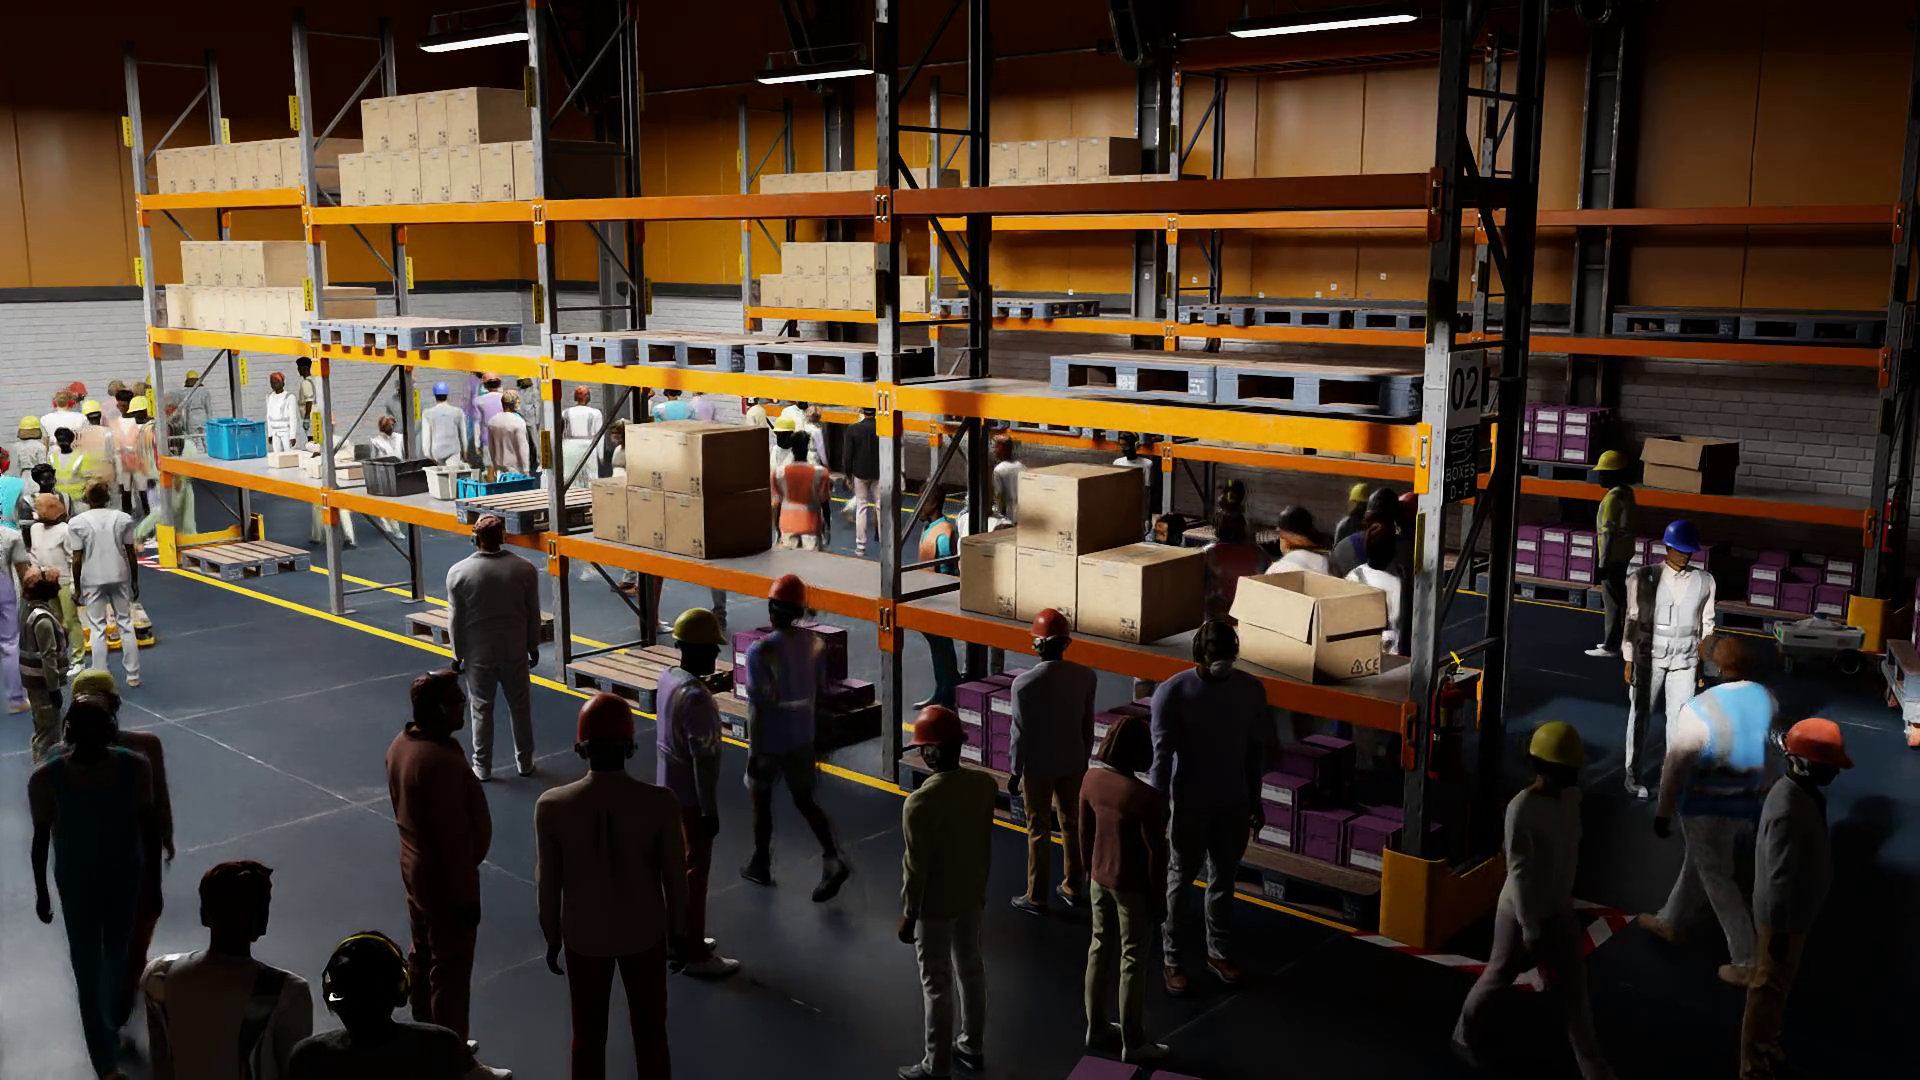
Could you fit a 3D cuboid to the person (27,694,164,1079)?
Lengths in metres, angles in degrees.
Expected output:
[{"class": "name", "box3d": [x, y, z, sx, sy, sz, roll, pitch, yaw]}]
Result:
[{"class": "person", "box3d": [-3.849, 1.576, 7.487, 0.507, 1.787, 0.968, -8, 13, -37]}]

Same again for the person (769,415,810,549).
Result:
[{"class": "person", "box3d": [-1.912, -0.412, 18.333, 0.590, 1.930, 0.359, 7, 12, 34]}]

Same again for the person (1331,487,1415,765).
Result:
[{"class": "person", "box3d": [3.094, 0.606, 12.267, 0.684, 2.000, 0.536, 8, 13, 39]}]

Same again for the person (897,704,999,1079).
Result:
[{"class": "person", "box3d": [-0.074, 1.593, 7.502, 0.329, 1.749, 0.560, 9, 13, 40]}]

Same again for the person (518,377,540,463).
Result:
[{"class": "person", "box3d": [-7.545, -2.303, 28.999, 0.377, 1.938, 0.547, 3, 11, 18]}]

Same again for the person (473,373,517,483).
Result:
[{"class": "person", "box3d": [-6.625, -1.419, 23.757, 0.616, 2.032, 0.465, -4, 11, -21]}]

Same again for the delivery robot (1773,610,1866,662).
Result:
[{"class": "delivery robot", "box3d": [7.609, 0.864, 14.741, 0.707, 0.478, 0.477, 4, 11, 21]}]

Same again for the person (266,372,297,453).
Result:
[{"class": "person", "box3d": [-10.309, -1.615, 25.304, 0.569, 1.878, 0.351, 6, 11, 29]}]

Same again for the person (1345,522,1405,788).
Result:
[{"class": "person", "box3d": [2.910, 0.807, 11.593, 0.619, 1.874, 0.416, -7, 12, -33]}]

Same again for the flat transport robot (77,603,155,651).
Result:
[{"class": "flat transport robot", "box3d": [-8.220, 0.820, 16.057, 0.652, 0.197, 1.431, -6, 12, -31]}]

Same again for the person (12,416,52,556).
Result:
[{"class": "person", "box3d": [-11.185, -0.636, 20.130, 0.492, 1.744, 0.295, 2, 10, 12]}]

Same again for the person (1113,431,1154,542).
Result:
[{"class": "person", "box3d": [1.814, -0.245, 17.616, 0.525, 1.856, 0.344, 7, 12, 36]}]

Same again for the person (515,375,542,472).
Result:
[{"class": "person", "box3d": [-7.232, -1.984, 27.798, 0.496, 1.731, 0.379, 3, 10, 15]}]

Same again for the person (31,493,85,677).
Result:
[{"class": "person", "box3d": [-7.950, 0.392, 14.631, 0.501, 1.631, 0.287, 4, 11, 20]}]

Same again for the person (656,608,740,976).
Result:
[{"class": "person", "box3d": [-1.384, 1.298, 8.681, 0.382, 1.923, 0.591, -5, 11, -27]}]

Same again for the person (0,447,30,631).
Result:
[{"class": "person", "box3d": [-9.411, 0.001, 16.354, 0.574, 1.828, 0.708, -2, 10, -10]}]

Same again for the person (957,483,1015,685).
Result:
[{"class": "person", "box3d": [0.185, 0.374, 14.163, 0.590, 1.833, 0.403, 7, 12, 36]}]

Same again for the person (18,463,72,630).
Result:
[{"class": "person", "box3d": [-8.824, 0.094, 16.131, 0.319, 1.695, 0.539, 6, 12, 30]}]

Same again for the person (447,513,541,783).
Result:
[{"class": "person", "box3d": [-3.290, 0.758, 11.773, 0.642, 1.913, 0.408, -5, 11, -25]}]

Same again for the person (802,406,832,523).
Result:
[{"class": "person", "box3d": [-2.074, -1.011, 22.561, 0.704, 1.624, 0.592, -7, 12, -36]}]

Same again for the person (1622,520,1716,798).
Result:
[{"class": "person", "box3d": [4.847, 0.814, 11.387, 0.604, 1.939, 0.416, 1, 10, 4]}]

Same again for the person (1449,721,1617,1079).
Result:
[{"class": "person", "box3d": [2.593, 1.632, 7.365, 0.533, 1.719, 0.888, -7, 12, -34]}]

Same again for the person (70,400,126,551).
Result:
[{"class": "person", "box3d": [-10.562, -0.764, 20.400, 0.604, 1.894, 0.645, -3, 10, -15]}]

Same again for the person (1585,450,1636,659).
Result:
[{"class": "person", "box3d": [5.997, 0.129, 15.333, 0.404, 1.917, 0.583, 7, 12, 36]}]

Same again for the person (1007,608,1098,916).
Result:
[{"class": "person", "box3d": [0.509, 1.249, 9.439, 0.566, 1.751, 0.329, -6, 12, -31]}]

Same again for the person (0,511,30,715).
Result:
[{"class": "person", "box3d": [-7.799, 0.511, 13.398, 0.566, 1.835, 0.352, -4, 11, -23]}]

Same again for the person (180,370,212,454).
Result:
[{"class": "person", "box3d": [-12.622, -1.937, 27.506, 0.484, 1.736, 0.311, -7, 12, -34]}]

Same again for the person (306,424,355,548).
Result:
[{"class": "person", "box3d": [-7.911, -0.743, 20.847, 0.567, 1.720, 0.871, -10, 14, -43]}]

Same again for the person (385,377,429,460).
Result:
[{"class": "person", "box3d": [-8.190, -1.527, 24.809, 0.687, 1.874, 0.844, -1, 10, -4]}]

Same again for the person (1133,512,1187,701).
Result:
[{"class": "person", "box3d": [1.518, 0.698, 12.355, 0.636, 1.831, 0.429, 9, 14, 42]}]

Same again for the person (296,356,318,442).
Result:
[{"class": "person", "box3d": [-10.753, -2.055, 27.524, 0.363, 1.962, 0.612, -1, 10, -7]}]

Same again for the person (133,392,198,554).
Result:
[{"class": "person", "box3d": [-9.755, -0.835, 20.415, 0.875, 2.000, 0.725, -5, 11, -25]}]

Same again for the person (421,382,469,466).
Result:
[{"class": "person", "box3d": [-7.126, -1.242, 23.092, 0.625, 1.913, 0.946, -5, 11, -27]}]

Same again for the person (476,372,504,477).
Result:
[{"class": "person", "box3d": [-7.711, -1.952, 27.323, 0.501, 1.839, 0.341, 4, 11, 21]}]

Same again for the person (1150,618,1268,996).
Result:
[{"class": "person", "box3d": [1.260, 1.335, 8.432, 0.636, 1.936, 0.354, -3, 11, -18]}]
